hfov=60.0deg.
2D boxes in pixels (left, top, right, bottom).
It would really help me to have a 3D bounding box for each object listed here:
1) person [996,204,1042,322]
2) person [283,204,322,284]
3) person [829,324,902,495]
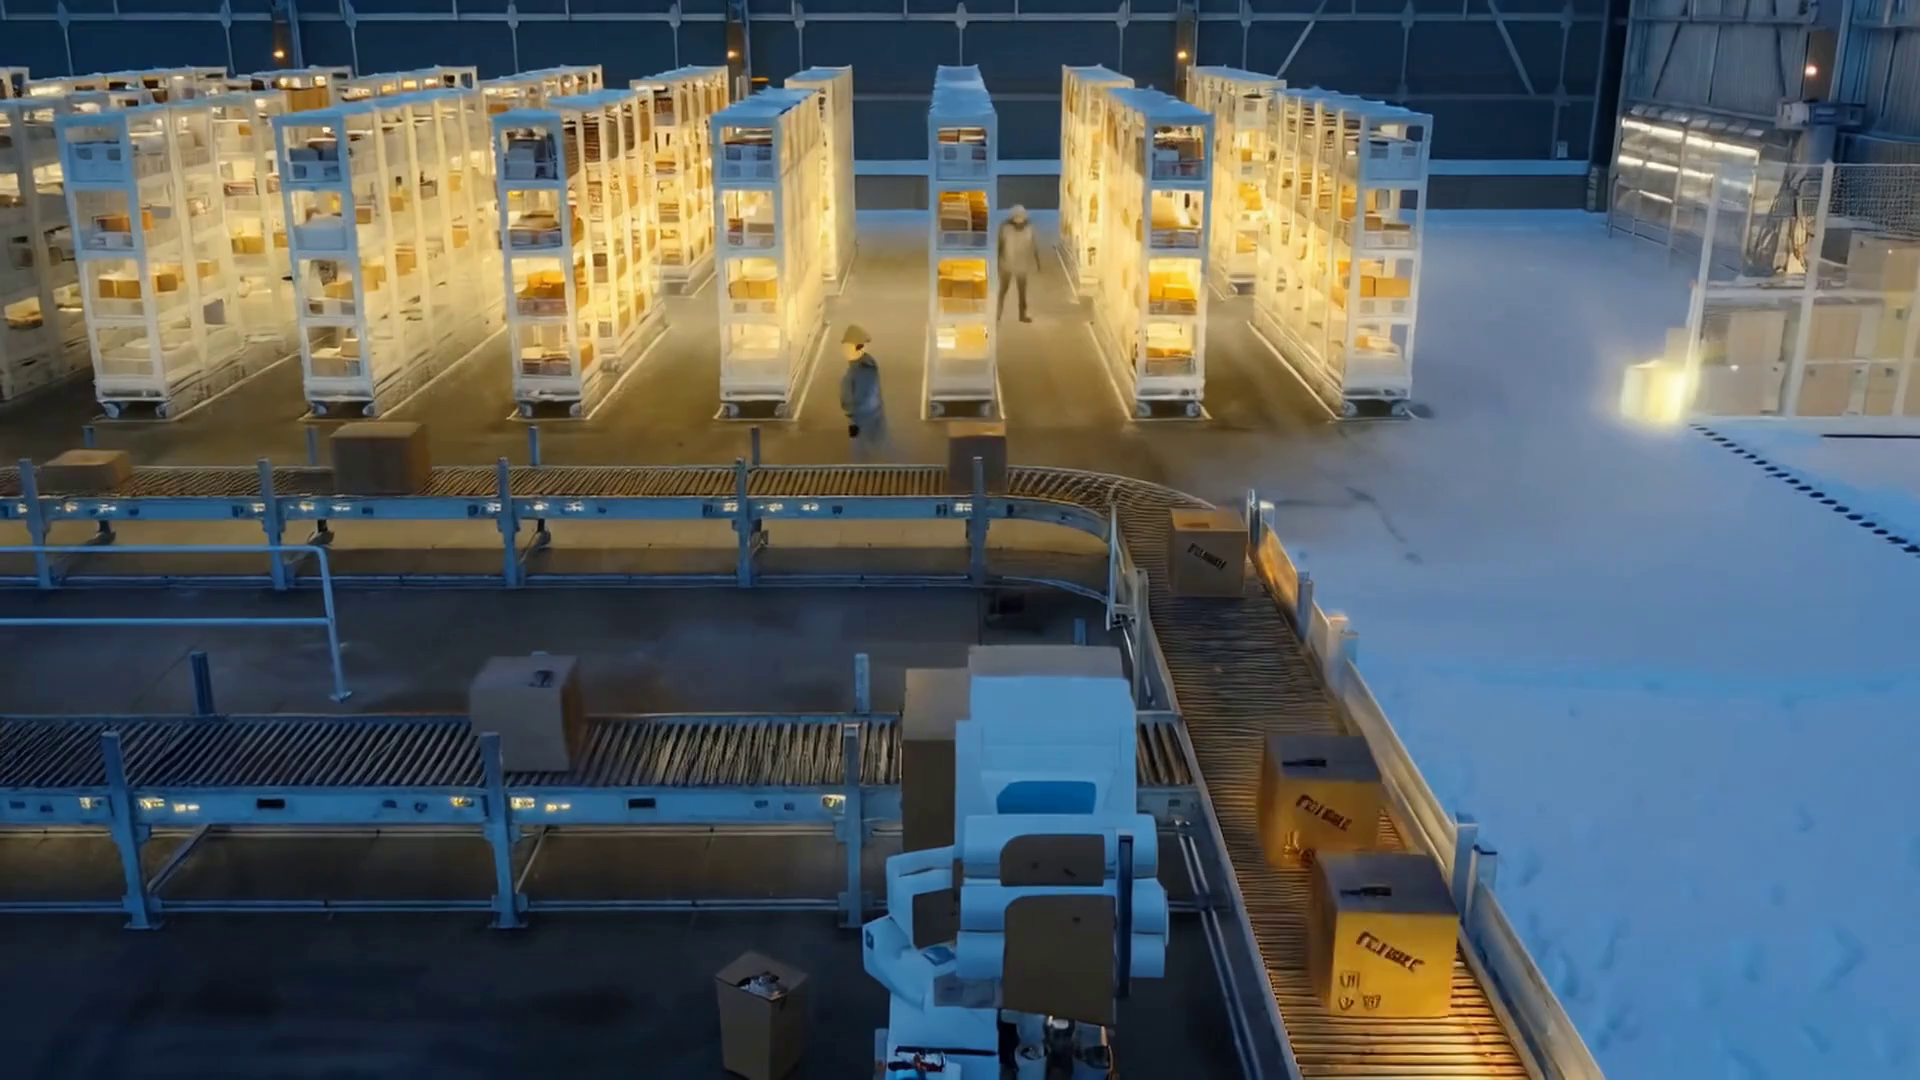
[{"bbox_3d":[0.911,-4.340,26.027,0.753,1.845,0.451,-2,18,-6],"label":"person"},{"bbox_3d":[-11.088,-5.062,28.006,0.395,1.993,0.616,13,22,35],"label":"person"},{"bbox_3d":[-0.920,-1.266,16.636,0.832,1.800,0.582,-4,18,-12],"label":"person"}]
